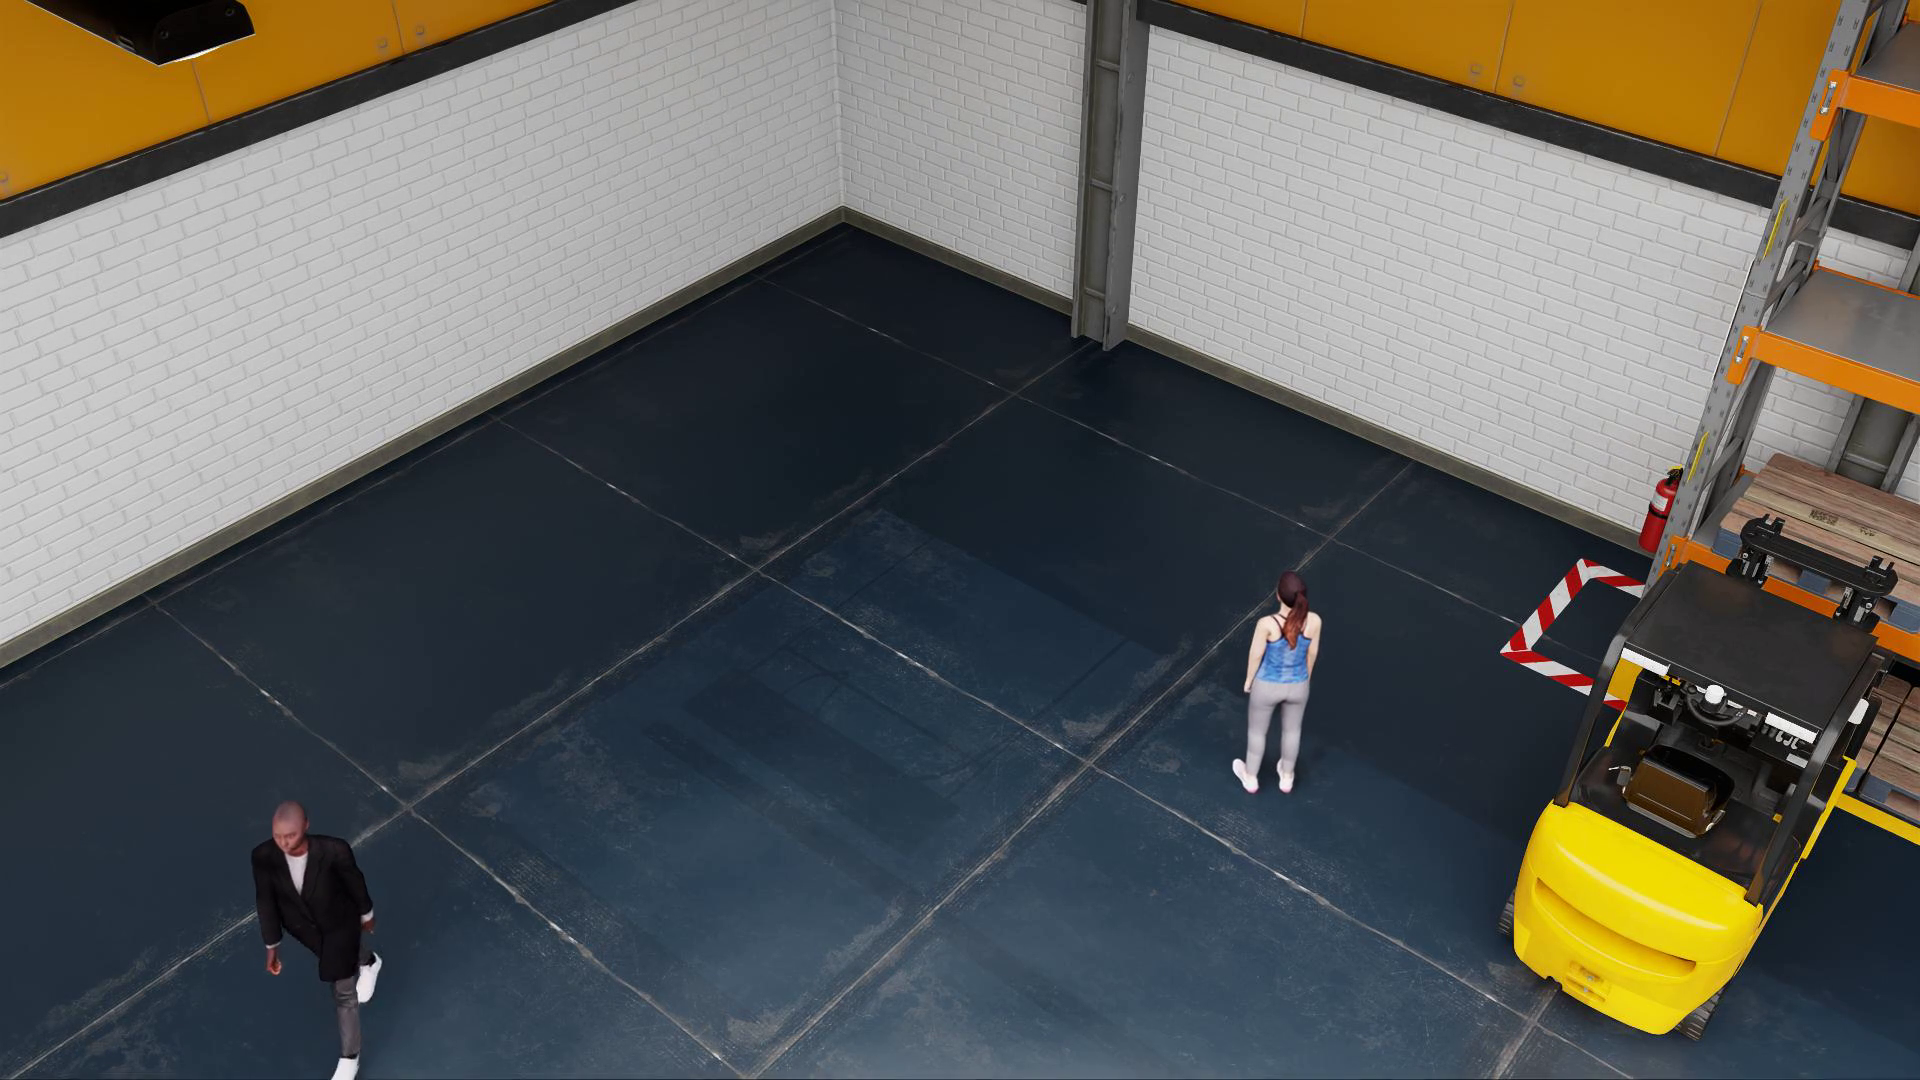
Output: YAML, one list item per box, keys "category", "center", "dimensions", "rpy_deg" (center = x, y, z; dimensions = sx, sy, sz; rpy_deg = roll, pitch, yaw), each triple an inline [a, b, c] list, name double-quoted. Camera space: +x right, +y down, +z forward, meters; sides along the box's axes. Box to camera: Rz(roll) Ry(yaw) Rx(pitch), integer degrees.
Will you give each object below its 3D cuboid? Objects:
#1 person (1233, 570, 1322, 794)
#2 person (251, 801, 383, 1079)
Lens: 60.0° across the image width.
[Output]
- category: "person"
  center: [1.919, 0.865, 9.955]
  dimensions: [0.646, 1.603, 0.709]
  rpy_deg: [-3, 39, -3]
- category: "person"
  center: [-3.249, 1.905, 8.567]
  dimensions: [1.173, 1.710, 1.148]
  rpy_deg: [1, 39, 2]
